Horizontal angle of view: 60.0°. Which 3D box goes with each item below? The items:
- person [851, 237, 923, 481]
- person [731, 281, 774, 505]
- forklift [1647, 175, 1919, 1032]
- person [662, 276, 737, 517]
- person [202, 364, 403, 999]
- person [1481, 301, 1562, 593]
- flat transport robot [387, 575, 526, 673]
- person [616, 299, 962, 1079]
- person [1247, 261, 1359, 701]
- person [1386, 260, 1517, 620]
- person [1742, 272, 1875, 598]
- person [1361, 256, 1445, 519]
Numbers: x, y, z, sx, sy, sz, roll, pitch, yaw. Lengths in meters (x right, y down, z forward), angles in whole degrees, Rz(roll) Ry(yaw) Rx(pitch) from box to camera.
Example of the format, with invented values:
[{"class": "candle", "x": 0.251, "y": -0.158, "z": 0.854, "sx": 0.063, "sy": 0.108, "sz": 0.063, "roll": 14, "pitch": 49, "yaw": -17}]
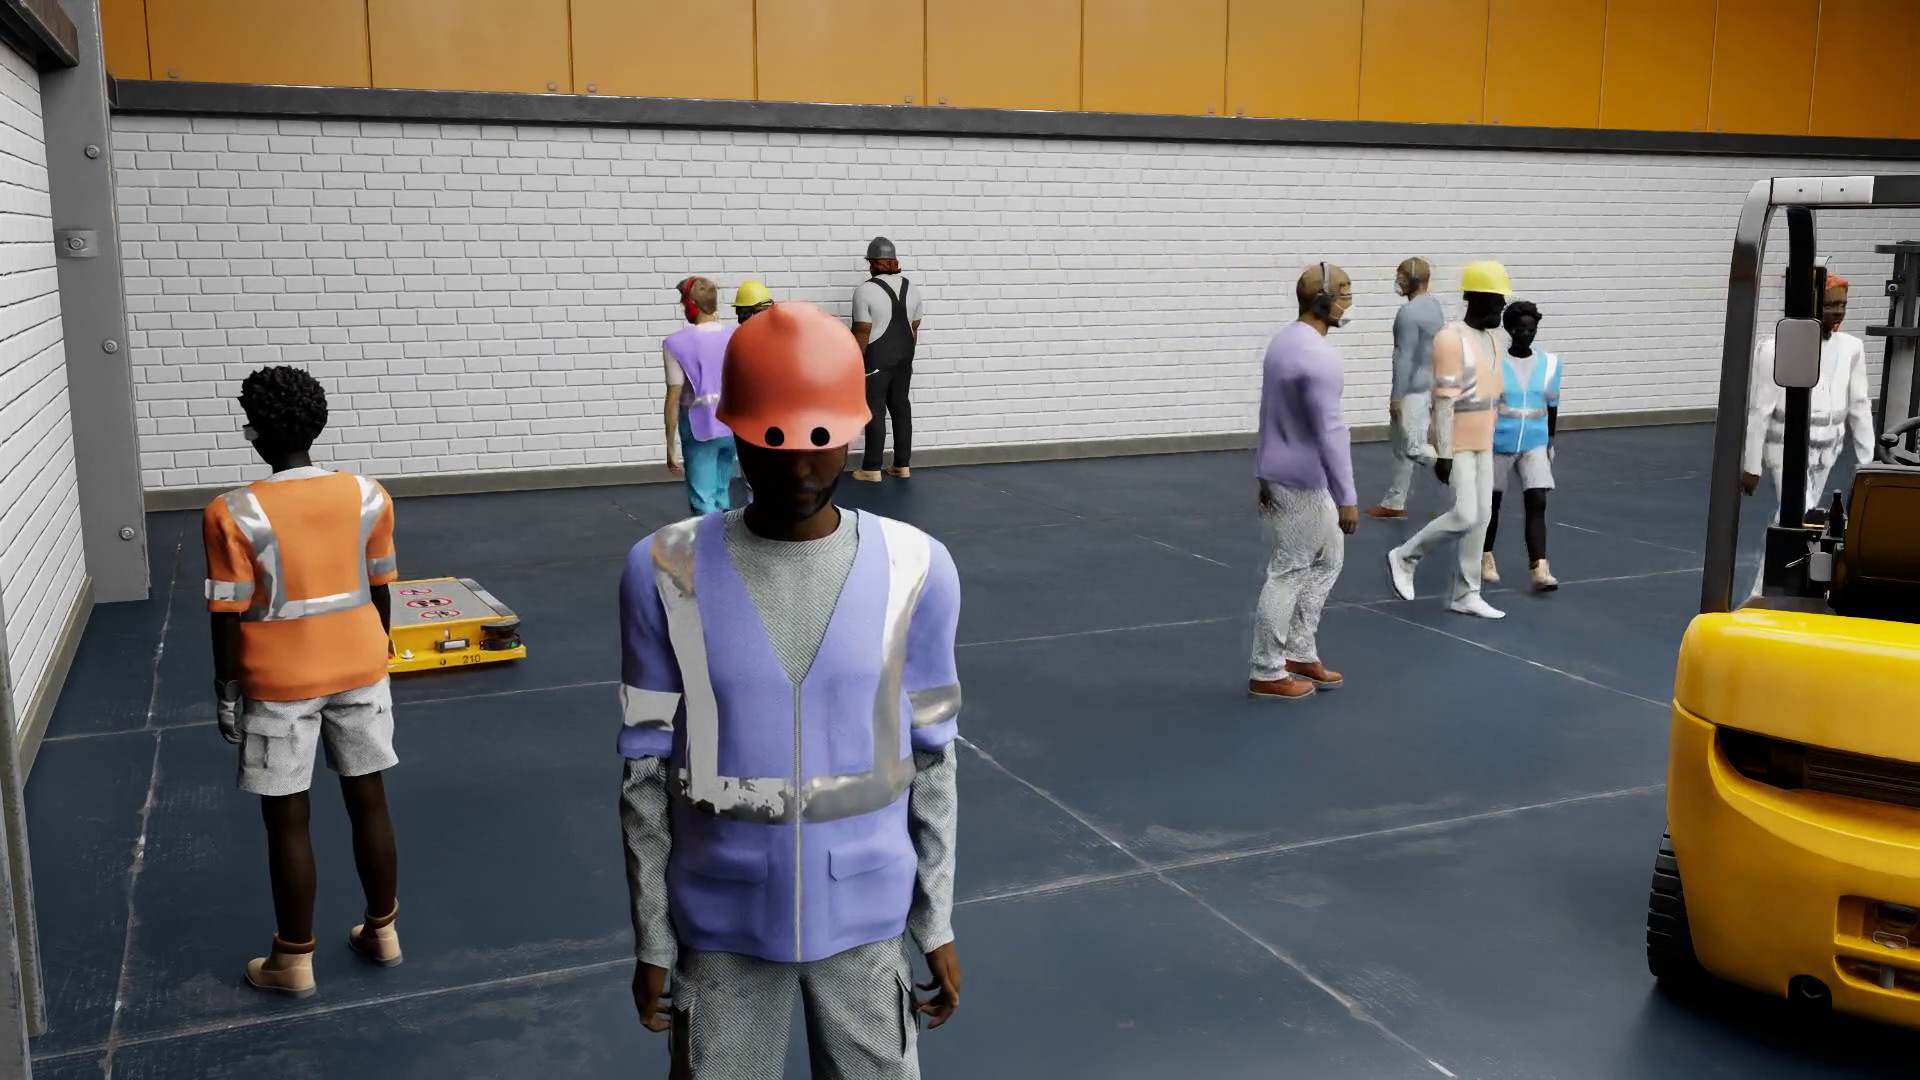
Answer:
[{"class": "person", "x": -0.680, "y": -1.518, "z": 13.967, "sx": 0.683, "sy": 2.000, "sz": 0.537, "roll": -10, "pitch": 14, "yaw": -43}, {"class": "person", "x": -1.245, "y": -0.693, "z": 10.179, "sx": 0.308, "sy": 1.769, "sz": 0.525, "roll": 5, "pitch": 11, "yaw": 26}, {"class": "forklift", "x": 2.810, "y": 0.094, "z": 4.662, "sx": 1.214, "sy": 2.155, "sz": 2.313, "roll": 7, "pitch": 12, "yaw": 34}, {"class": "person", "x": -1.363, "y": -0.563, "z": 9.325, "sx": 0.564, "sy": 1.824, "sz": 0.788, "roll": -9, "pitch": 14, "yaw": -41}, {"class": "person", "x": -1.753, "y": 0.379, "z": 4.479, "sx": 0.317, "sy": 1.693, "sz": 0.534, "roll": 9, "pitch": 14, "yaw": 42}, {"class": "person", "x": 3.193, "y": -0.522, "z": 9.519, "sx": 0.543, "sy": 1.660, "sz": 0.794, "roll": 0, "pitch": 10, "yaw": 3}, {"class": "flat transport robot", "x": -2.676, "y": 0.392, "z": 8.320, "sx": 0.652, "sy": 0.197, "sz": 1.431, "roll": -6, "pitch": 12, "yaw": -28}, {"class": "person", "x": -0.258, "y": 0.593, "z": 2.633, "sx": 0.543, "sy": 1.933, "sz": 0.369, "roll": -2, "pitch": 10, "yaw": -10}, {"class": "person", "x": 1.542, "y": -0.231, "z": 7.202, "sx": 0.632, "sy": 1.917, "sz": 0.660, "roll": -1, "pitch": 10, "yaw": -4}, {"class": "person", "x": 2.653, "y": -0.532, "z": 8.882, "sx": 0.602, "sy": 1.909, "sz": 0.551, "roll": -10, "pitch": 14, "yaw": -43}, {"class": "person", "x": 4.241, "y": -0.374, "z": 8.170, "sx": 0.595, "sy": 1.846, "sz": 0.892, "roll": -3, "pitch": 11, "yaw": -19}, {"class": "person", "x": 3.315, "y": -1.041, "z": 11.741, "sx": 0.856, "sy": 1.914, "sz": 0.625, "roll": 6, "pitch": 12, "yaw": 31}]
